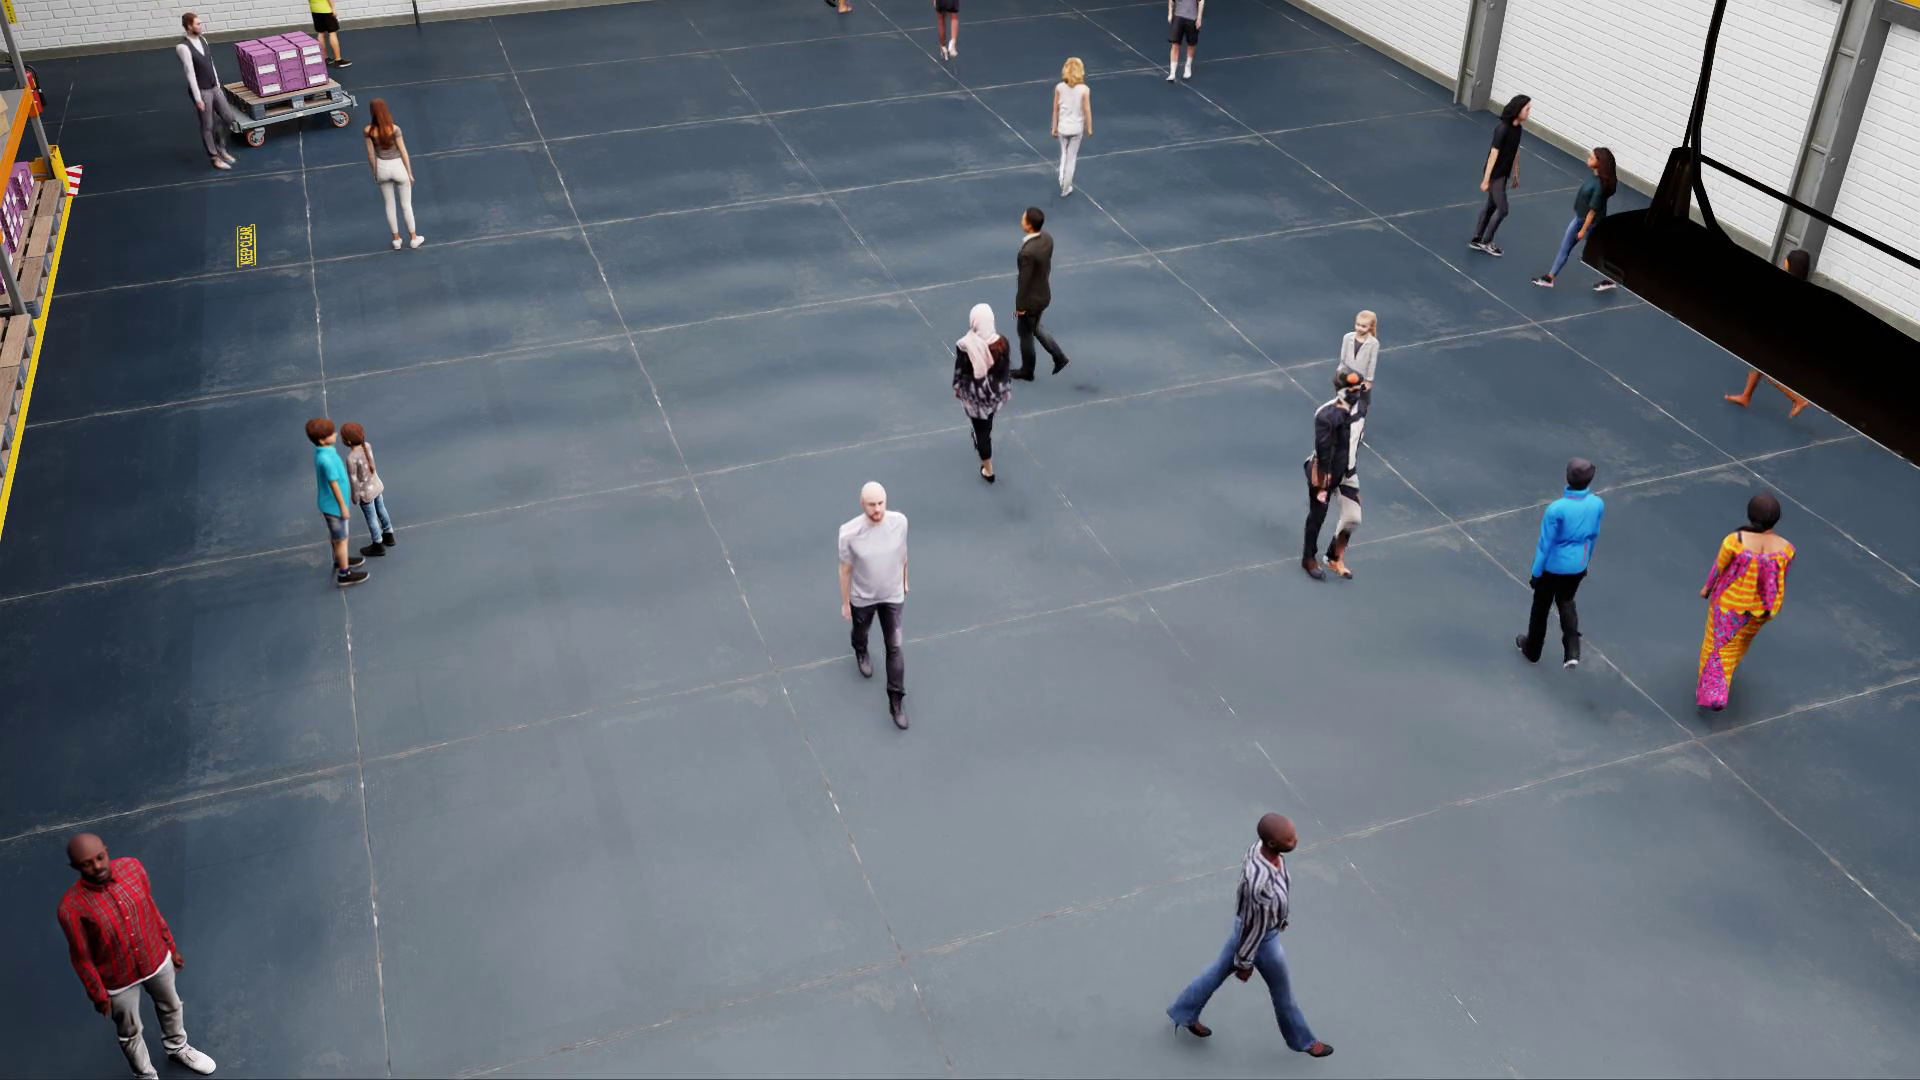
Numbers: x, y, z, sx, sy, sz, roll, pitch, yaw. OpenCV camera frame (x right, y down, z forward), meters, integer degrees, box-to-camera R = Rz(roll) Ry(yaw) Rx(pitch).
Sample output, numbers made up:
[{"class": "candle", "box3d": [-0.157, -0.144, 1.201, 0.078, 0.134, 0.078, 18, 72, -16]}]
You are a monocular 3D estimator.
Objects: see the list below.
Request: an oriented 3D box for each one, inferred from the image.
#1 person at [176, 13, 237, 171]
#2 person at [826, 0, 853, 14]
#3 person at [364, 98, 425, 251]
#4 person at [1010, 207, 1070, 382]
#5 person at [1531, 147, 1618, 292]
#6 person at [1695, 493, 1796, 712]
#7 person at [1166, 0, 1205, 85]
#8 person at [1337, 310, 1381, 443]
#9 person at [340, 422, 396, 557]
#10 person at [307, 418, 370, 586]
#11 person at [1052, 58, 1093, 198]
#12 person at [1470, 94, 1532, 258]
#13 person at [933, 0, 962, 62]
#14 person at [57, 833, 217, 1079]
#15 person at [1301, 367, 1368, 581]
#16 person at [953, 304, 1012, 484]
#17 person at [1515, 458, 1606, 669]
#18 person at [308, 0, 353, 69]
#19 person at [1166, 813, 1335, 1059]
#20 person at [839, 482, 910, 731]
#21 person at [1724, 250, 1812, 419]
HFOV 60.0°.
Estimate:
[{"class": "person", "box3d": [-9.434, -5.571, 20.606, 0.855, 1.927, 0.775, 11, 35, 16]}, {"class": "person", "box3d": [-1.961, -9.246, 26.205, 0.806, 1.849, 0.879, 22, 40, 30]}, {"class": "person", "box3d": [-6.340, -4.084, 18.553, 0.631, 1.724, 0.598, -3, 34, -4]}, {"class": "person", "box3d": [0.775, -2.303, 15.811, 1.020, 1.792, 0.951, 18, 38, 25]}, {"class": "person", "box3d": [6.730, -3.332, 17.557, 0.998, 1.572, 1.132, 5, 34, 7]}, {"class": "person", "box3d": [5.533, 0.445, 11.784, 0.929, 1.673, 1.157, 5, 34, 8]}, {"class": "person", "box3d": [3.225, -7.396, 23.437, 1.129, 1.833, 1.266, 10, 35, 15]}, {"class": "person", "box3d": [3.605, -1.499, 15.070, 0.582, 1.274, 0.654, 22, 39, 29]}, {"class": "person", "box3d": [-4.818, -0.427, 13.530, 0.606, 1.193, 0.522, 7, 34, 11]}, {"class": "person", "box3d": [-4.968, -0.329, 13.155, 0.588, 1.445, 0.436, -15, 36, -21]}, {"class": "person", "box3d": [1.289, -4.896, 19.834, 0.704, 1.658, 0.761, 13, 36, 19]}, {"class": "person", "box3d": [5.902, -4.075, 18.454, 0.823, 1.819, 0.793, 23, 40, 31]}, {"class": "person", "box3d": [-0.182, -7.795, 24.085, 0.691, 1.779, 0.849, -1, 34, -2]}, {"class": "person", "box3d": [-4.454, 2.265, 8.914, 0.772, 1.820, 0.752, 22, 39, 29]}, {"class": "person", "box3d": [2.874, -0.544, 13.092, 0.713, 1.873, 0.684, -15, 37, -22]}, {"class": "person", "box3d": [0.225, -1.232, 14.367, 0.666, 1.608, 0.973, -10, 35, -14]}, {"class": "person", "box3d": [4.391, 0.235, 12.001, 0.690, 1.784, 0.888, -6, 34, -10]}, {"class": "person", "box3d": [-9.210, -7.696, 24.004, 0.686, 1.706, 0.750, 15, 37, 22]}, {"class": "person", "box3d": [1.529, 2.178, 9.119, 1.104, 1.738, 1.217, 6, 34, 8]}, {"class": "person", "box3d": [-0.621, 0.346, 11.826, 0.733, 1.792, 1.232, -9, 35, -13]}, {"class": "person", "box3d": [7.584, -1.861, 15.293, 1.094, 1.629, 0.921, 27, 42, 35]}]
